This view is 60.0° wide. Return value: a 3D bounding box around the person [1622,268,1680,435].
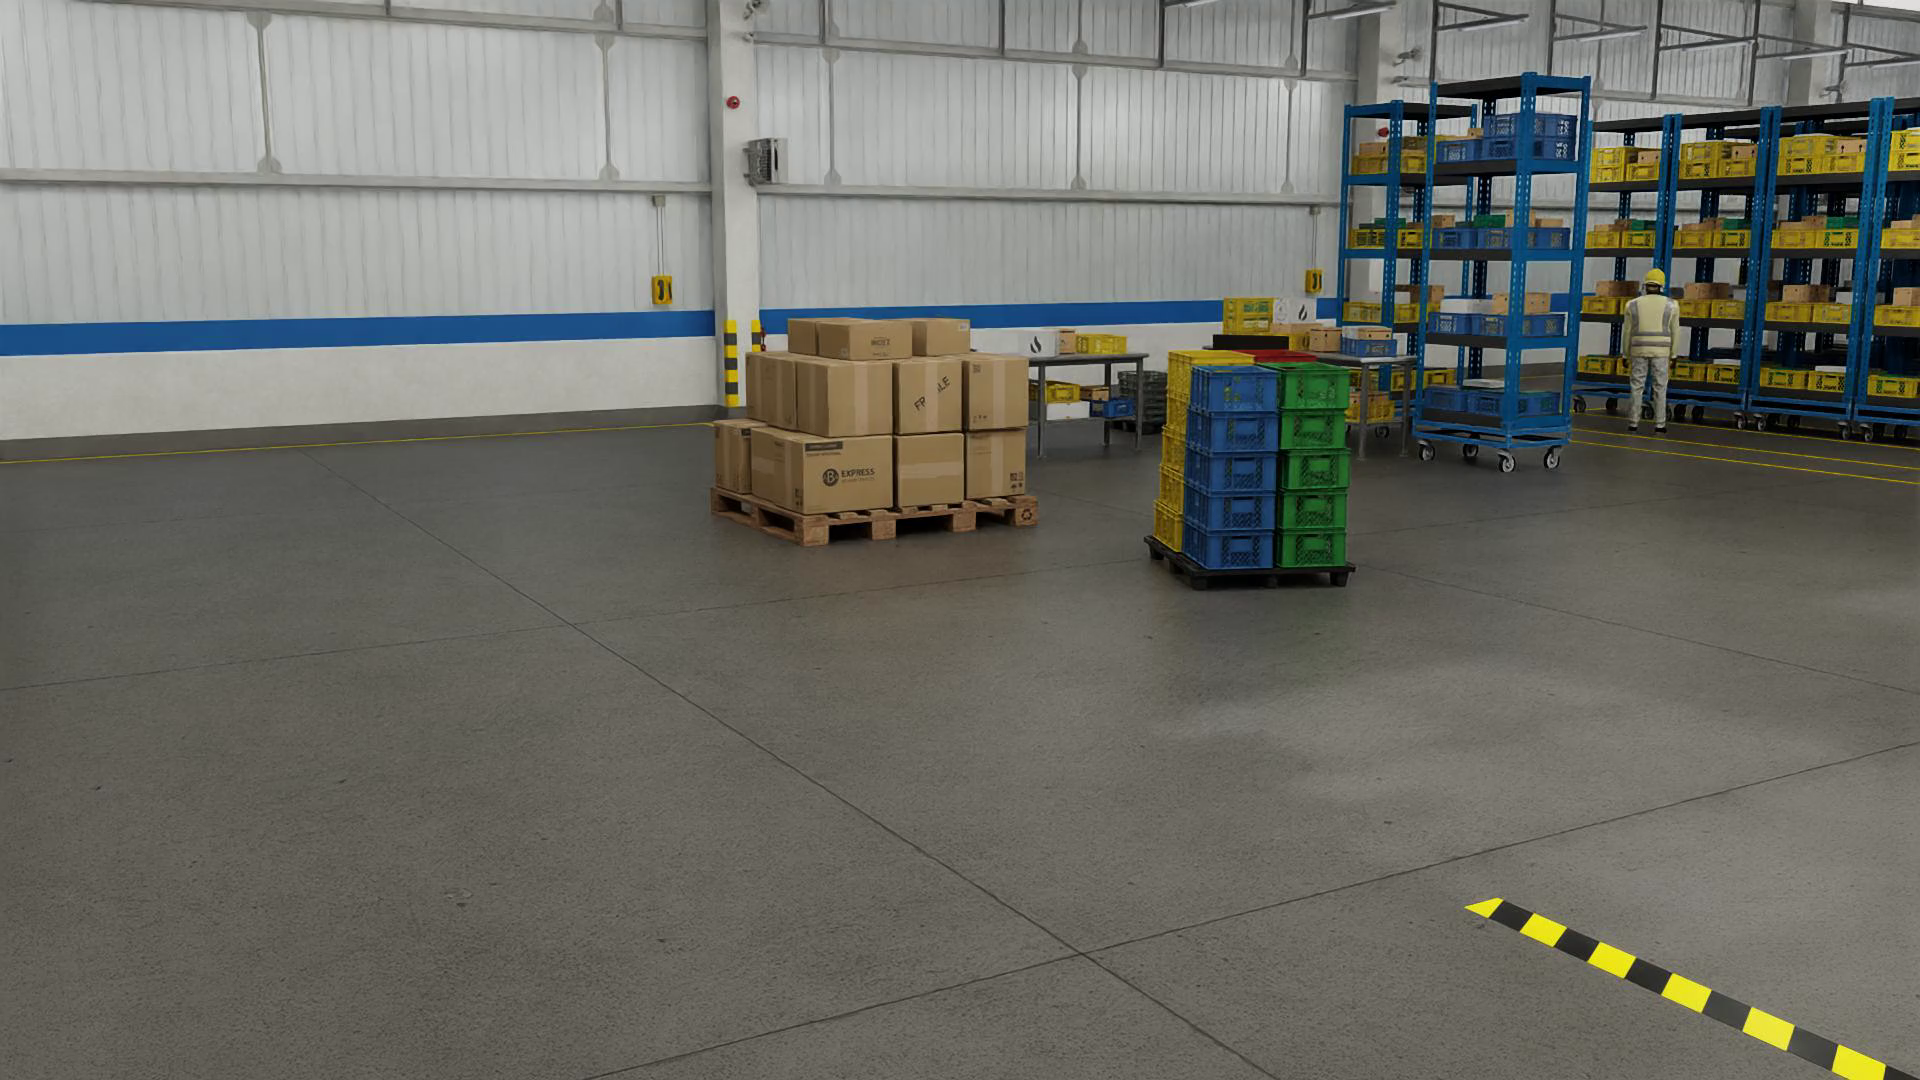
[{"bbox_3d":[7.620,-2.069,18.355,0.586,1.833,0.403,5,11,26],"label":"person"}]
